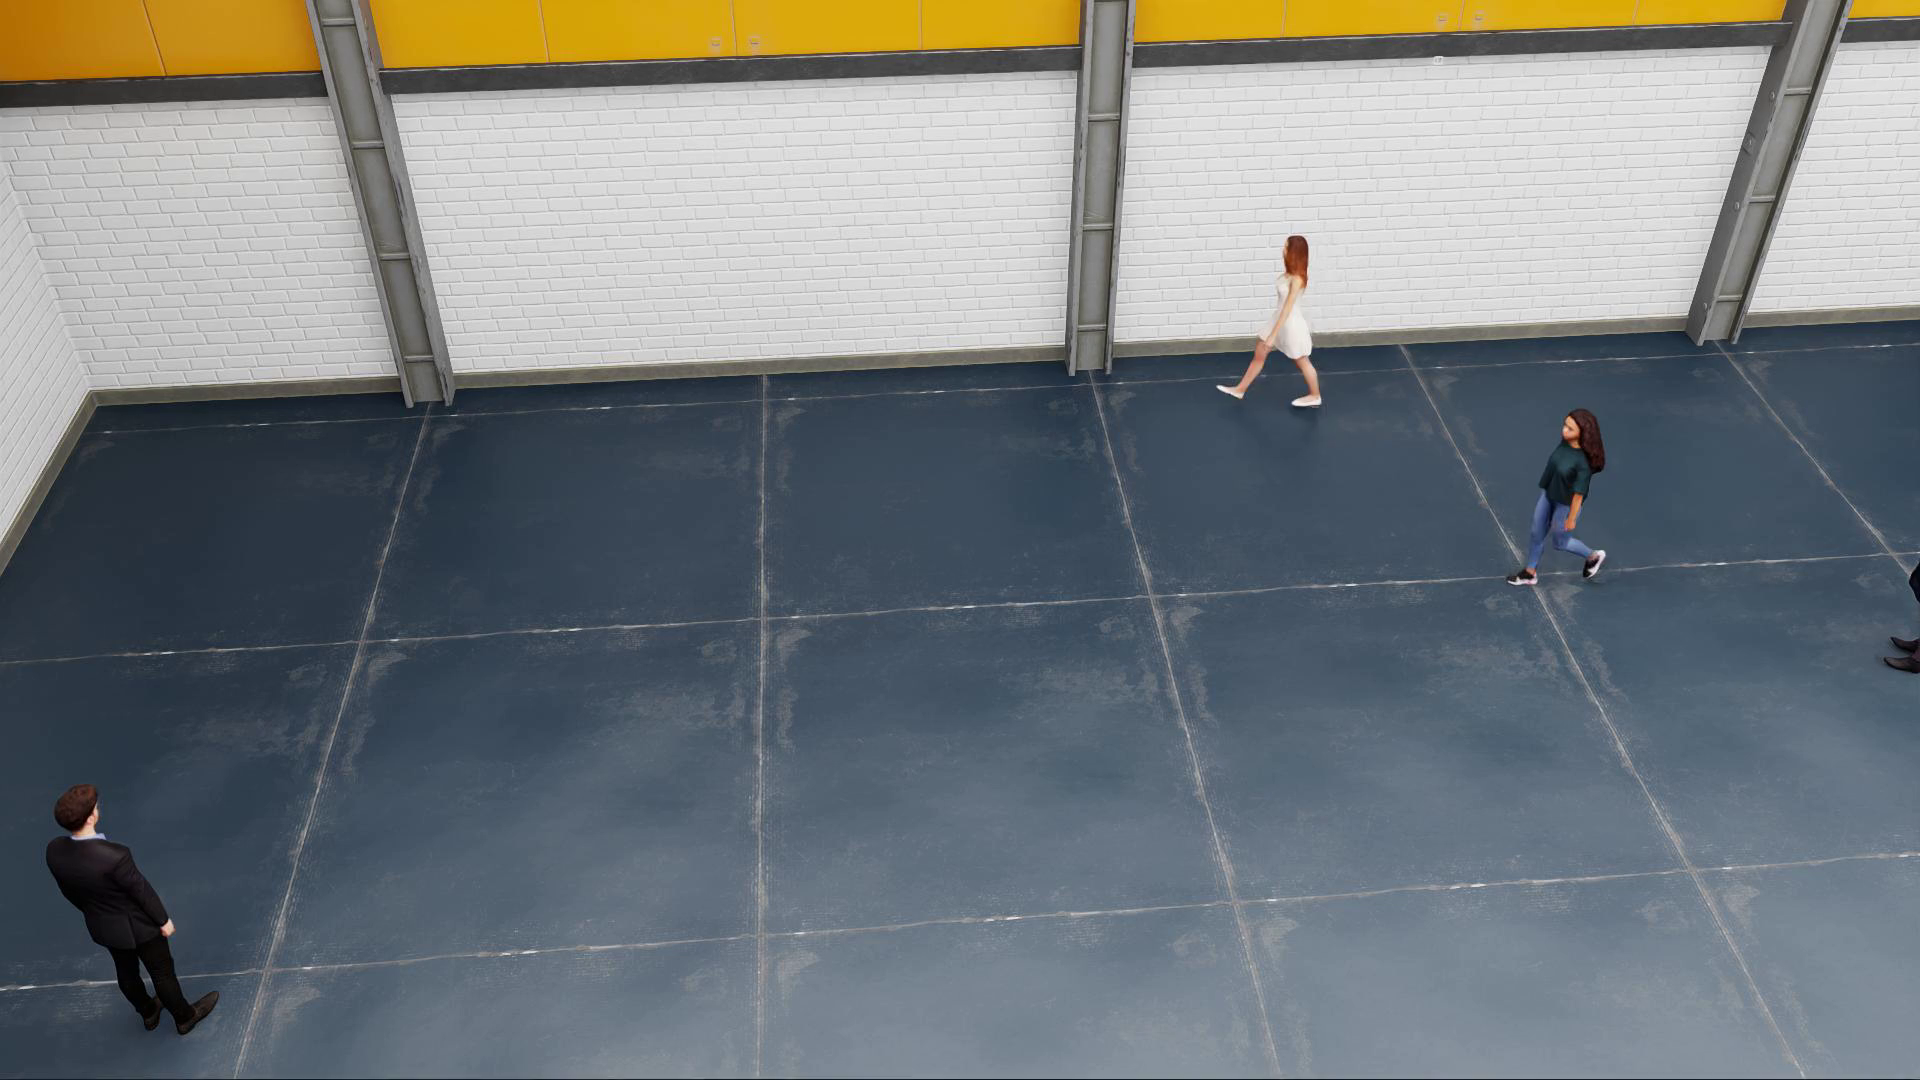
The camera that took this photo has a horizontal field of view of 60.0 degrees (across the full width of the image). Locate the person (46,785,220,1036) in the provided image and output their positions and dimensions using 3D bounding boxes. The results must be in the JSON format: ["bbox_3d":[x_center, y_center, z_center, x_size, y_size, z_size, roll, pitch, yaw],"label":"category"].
[{"bbox_3d":[-4.680,2.105,9.292,0.650,1.885,0.814,7,39,9],"label":"person"}]

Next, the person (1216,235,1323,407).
[{"bbox_3d":[2.931,-1.828,14.399,1.160,1.658,0.591,-1,39,-1],"label":"person"}]

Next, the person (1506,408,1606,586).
[{"bbox_3d":[4.612,-0.291,12.521,0.933,1.599,0.598,-4,39,-5],"label":"person"}]
